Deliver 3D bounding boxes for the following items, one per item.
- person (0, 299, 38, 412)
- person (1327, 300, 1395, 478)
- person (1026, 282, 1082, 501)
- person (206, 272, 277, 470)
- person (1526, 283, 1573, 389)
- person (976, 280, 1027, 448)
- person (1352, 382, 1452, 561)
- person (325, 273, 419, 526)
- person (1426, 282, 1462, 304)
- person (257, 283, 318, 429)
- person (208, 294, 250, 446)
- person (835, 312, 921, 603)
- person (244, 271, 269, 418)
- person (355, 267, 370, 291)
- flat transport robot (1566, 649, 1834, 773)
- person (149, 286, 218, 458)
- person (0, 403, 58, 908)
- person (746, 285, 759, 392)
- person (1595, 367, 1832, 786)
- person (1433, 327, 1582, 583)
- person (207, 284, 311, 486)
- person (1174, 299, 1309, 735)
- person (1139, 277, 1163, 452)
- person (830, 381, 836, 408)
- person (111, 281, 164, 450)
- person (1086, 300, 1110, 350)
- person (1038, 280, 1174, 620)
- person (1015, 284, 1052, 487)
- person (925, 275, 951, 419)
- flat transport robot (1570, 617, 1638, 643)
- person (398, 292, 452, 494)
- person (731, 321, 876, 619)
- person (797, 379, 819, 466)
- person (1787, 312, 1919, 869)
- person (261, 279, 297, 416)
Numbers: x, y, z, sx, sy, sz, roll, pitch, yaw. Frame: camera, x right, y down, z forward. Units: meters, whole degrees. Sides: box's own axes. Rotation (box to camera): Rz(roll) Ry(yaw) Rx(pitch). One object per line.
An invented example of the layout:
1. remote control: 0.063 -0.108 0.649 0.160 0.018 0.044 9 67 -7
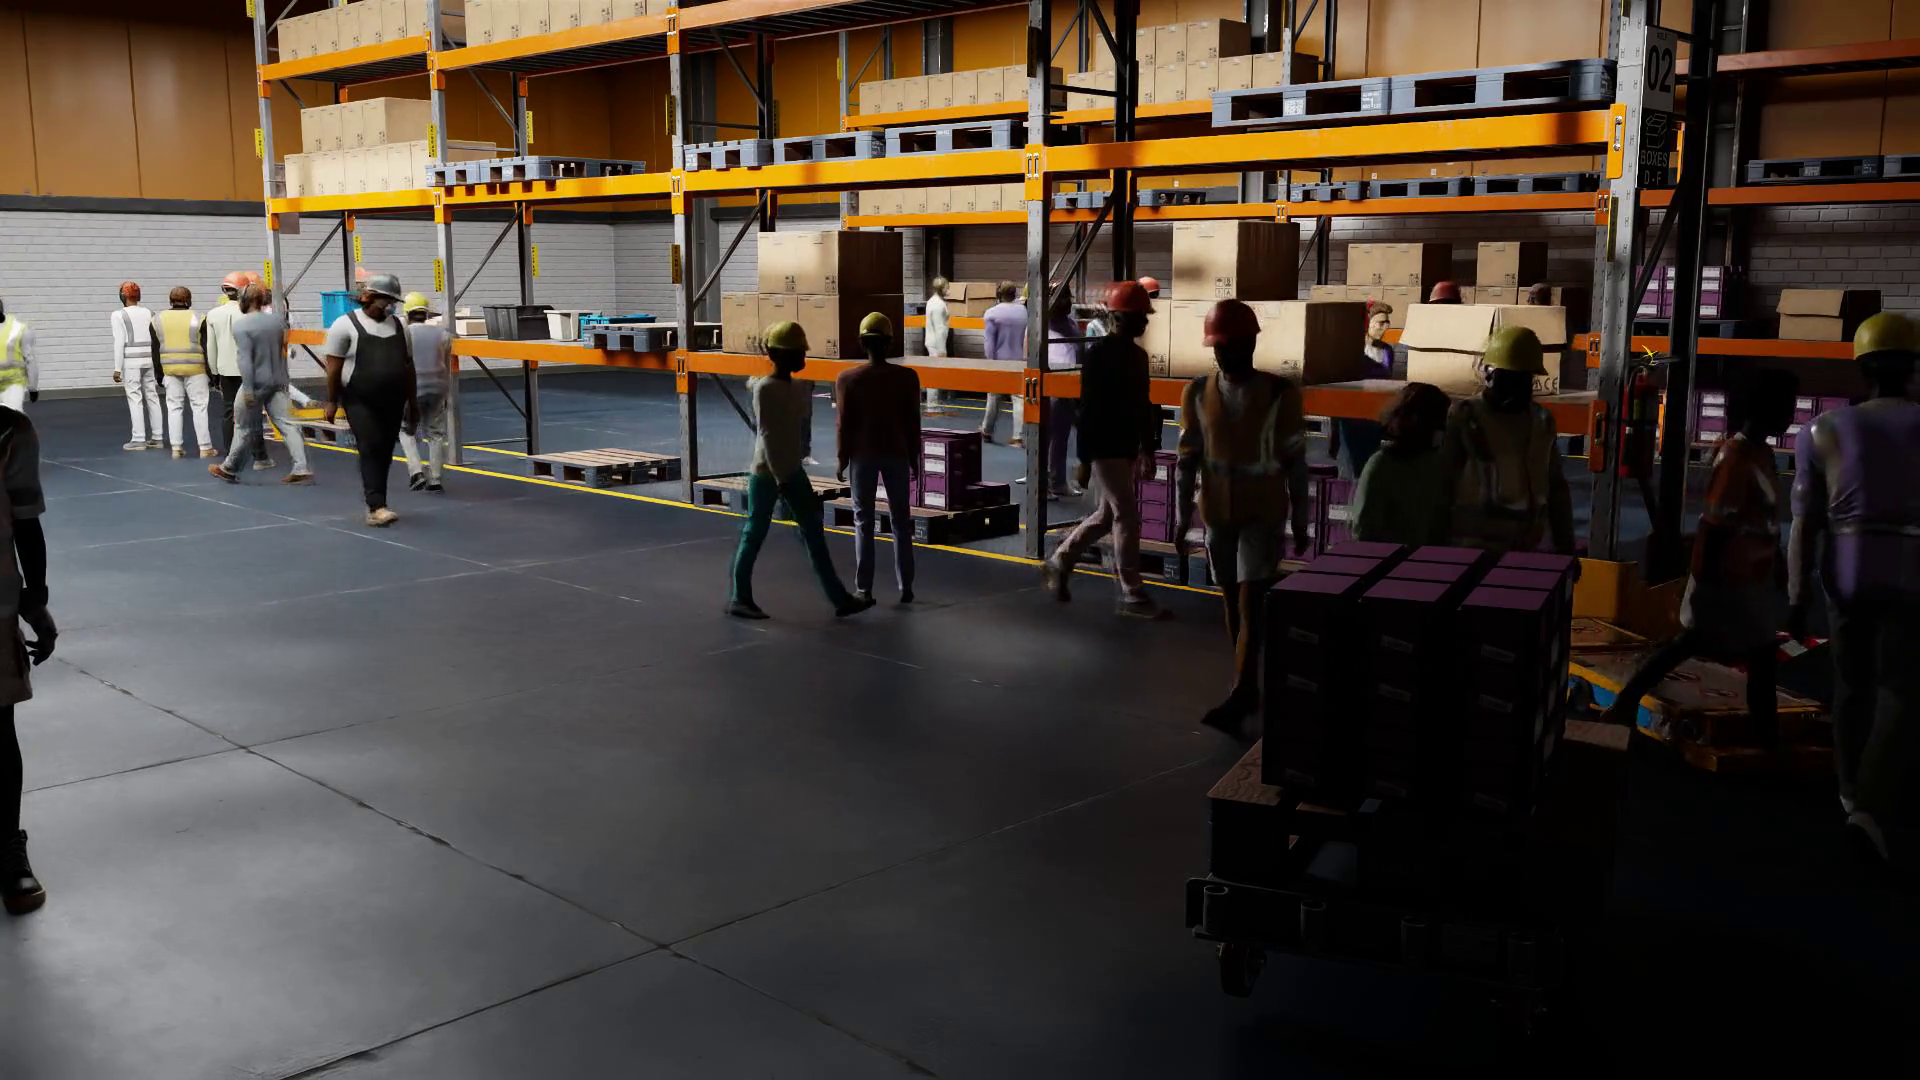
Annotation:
1. person: -9.352 -1.496 16.172 0.626 1.780 0.980 -1 9 -7
2. person: 2.769 -0.773 11.673 0.591 1.815 0.820 -8 12 -39
3. person: 0.870 -1.312 14.667 0.402 1.911 0.639 8 12 41
4. person: -7.252 -1.701 16.787 0.623 1.990 0.391 0 9 3
5. person: 5.467 -1.491 15.825 0.667 1.883 0.435 -1 9 -7
6. person: 0.515 -2.014 19.033 0.648 1.881 1.020 -4 10 -23
7. person: 1.659 0.195 6.389 0.492 1.604 0.517 9 13 43
8. person: -4.569 -1.135 13.171 0.899 2.000 0.718 9 13 42
9. person: 4.036 -1.220 14.116 0.798 1.906 0.563 3 10 19
10. person: -8.558 -2.318 20.986 0.681 1.853 0.614 -1 9 -6
11. person: -8.128 -1.871 18.577 0.541 1.737 0.651 -7 12 -38
12. person: -0.498 -0.486 10.039 0.526 1.765 0.329 -2 10 -13
13. person: -9.097 -2.465 21.469 0.608 1.995 0.377 -1 9 -7
14. person: -7.587 -2.433 21.123 0.372 2.044 0.608 3 10 20
15. flat transport robot: 3.183 0.709 7.277 0.652 0.197 1.431 -2 9 -9
16. person: -8.278 -1.787 17.786 0.634 1.839 0.429 -1 9 -7
17. person: -3.151 0.209 5.163 0.609 1.963 0.367 -6 11 -34
18. person: -3.199 -3.287 27.113 0.651 1.789 0.978 -6 11 -31
19. person: 3.029 0.121 6.672 0.882 1.650 0.535 5 11 29
20. person: 2.263 0.024 6.836 0.590 1.776 0.912 -4 10 -26
21. person: -6.561 -1.437 15.518 1.059 1.877 0.652 3 10 18
22. person: 1.200 -0.098 7.297 0.562 1.884 0.948 5 10 26
23. person: 2.031 -1.862 17.950 0.359 1.936 0.544 4 10 26
24. person: -1.711 -2.821 24.119 0.506 1.842 0.346 1 9 7
25. person: -9.209 -1.944 18.612 0.346 1.882 0.578 4 10 25
26. person: 1.795 -2.254 21.276 0.388 1.625 0.537 8 12 41
27. person: 0.845 -0.535 9.765 0.909 1.965 0.622 6 11 32
28. person: 0.733 -1.440 15.398 0.377 1.922 0.594 -4 10 -23
29. person: -0.299 -2.606 22.508 0.354 1.939 0.634 -1 9 -6
30. flat transport robot: 2.745 0.552 8.240 1.431 0.197 0.652 -2 9 -10
31. person: -4.838 -1.310 14.935 0.598 1.820 0.419 -7 11 -36
32. person: -0.952 -0.371 9.471 0.907 1.723 0.530 5 10 28
33. person: -1.748 -1.727 17.223 0.600 1.904 0.714 -7 12 -37
34. person: 3.197 0.149 5.812 0.585 1.883 0.940 6 11 35
35. person: -9.539 -2.676 23.116 0.646 1.877 0.826 3 10 16
